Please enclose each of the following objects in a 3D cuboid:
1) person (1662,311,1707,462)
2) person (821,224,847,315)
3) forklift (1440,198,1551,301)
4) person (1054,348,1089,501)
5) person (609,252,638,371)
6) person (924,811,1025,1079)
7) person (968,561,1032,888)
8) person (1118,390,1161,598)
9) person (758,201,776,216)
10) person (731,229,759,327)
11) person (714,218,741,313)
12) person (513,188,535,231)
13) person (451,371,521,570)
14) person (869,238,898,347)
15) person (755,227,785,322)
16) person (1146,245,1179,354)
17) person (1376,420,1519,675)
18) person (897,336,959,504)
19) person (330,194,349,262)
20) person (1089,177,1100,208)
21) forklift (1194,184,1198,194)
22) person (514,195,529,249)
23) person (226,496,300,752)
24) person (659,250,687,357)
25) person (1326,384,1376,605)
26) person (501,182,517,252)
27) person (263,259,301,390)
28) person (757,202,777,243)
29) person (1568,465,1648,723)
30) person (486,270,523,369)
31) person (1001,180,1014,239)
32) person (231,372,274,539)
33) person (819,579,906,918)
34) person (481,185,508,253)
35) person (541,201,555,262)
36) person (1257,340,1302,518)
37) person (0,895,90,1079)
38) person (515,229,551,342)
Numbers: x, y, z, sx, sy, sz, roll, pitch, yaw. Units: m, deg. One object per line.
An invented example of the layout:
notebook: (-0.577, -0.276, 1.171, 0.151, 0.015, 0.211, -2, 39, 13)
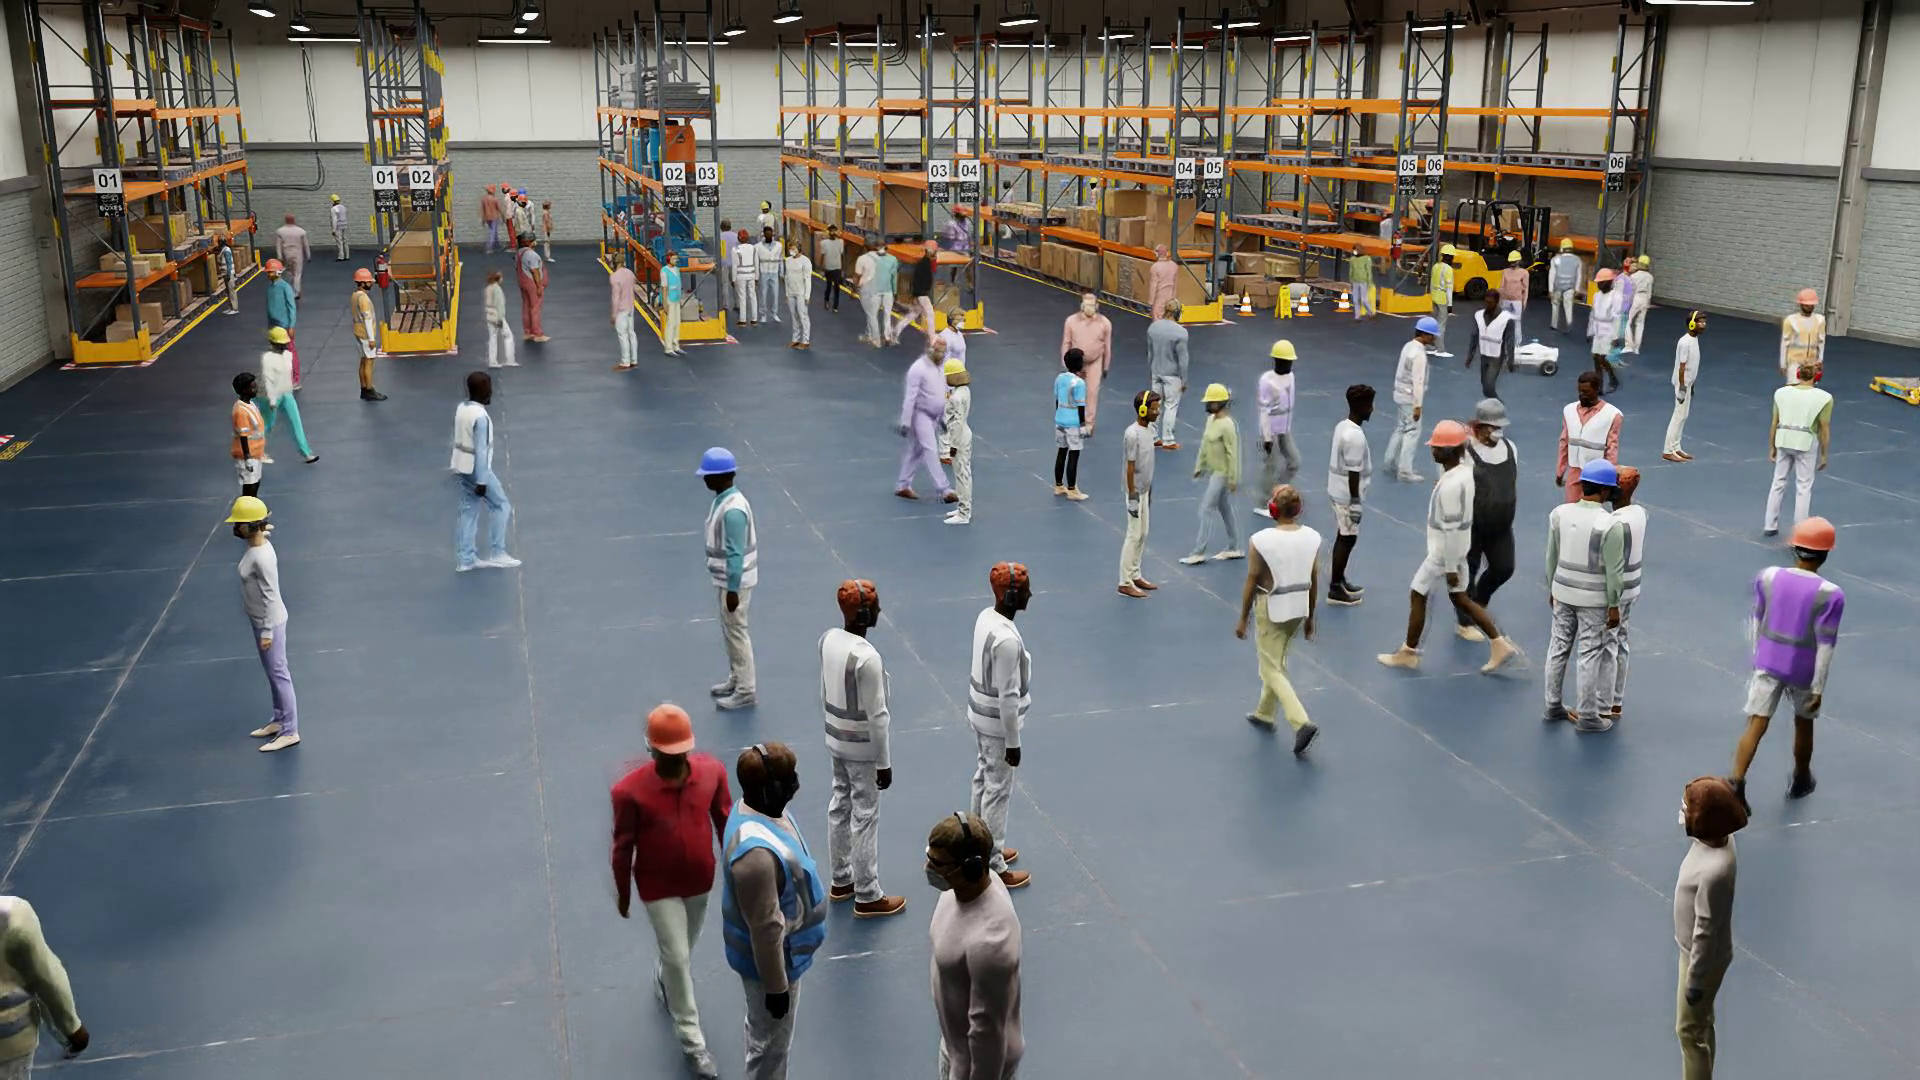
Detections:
person: (8.905, -1.884, 20.387, 0.328, 1.862, 0.502, 10, 18, 33)
person: (-2.606, -5.594, 34.350, 0.519, 1.856, 0.460, -5, 16, -17)
forklift: (11.913, -6.508, 37.130, 2.313, 2.155, 1.214, -4, 15, -15)
person: (1.234, -1.285, 18.430, 0.320, 1.695, 0.538, -8, 17, -26)
person: (-5.505, -3.727, 27.159, 0.353, 1.937, 0.635, 5, 16, 19)
person: (0.046, 1.883, 6.067, 0.375, 1.932, 0.625, -2, 15, -8)
person: (0.227, 1.032, 9.379, 0.356, 1.876, 0.574, -3, 15, -11)
person: (1.613, -0.417, 14.866, 0.332, 1.856, 0.528, 7, 16, 24)
person: (-5.182, -8.314, 44.941, 0.536, 1.671, 0.787, -8, 17, -27)
person: (-4.193, -5.115, 32.479, 0.573, 1.887, 0.356, -9, 17, -31)
person: (-4.831, -5.712, 34.630, 0.635, 1.936, 0.355, -11, 18, -35)
person: (-12.089, -8.759, 46.094, 0.611, 1.938, 0.412, 1, 15, 2)
person: (-4.479, -0.654, 15.696, 0.683, 1.892, 0.589, -12, 19, -38)
person: (-1.415, -4.437, 29.830, 0.635, 1.939, 0.367, -4, 15, -14)
person: (-3.799, -5.272, 33.082, 0.612, 1.889, 0.480, -4, 16, -16)
person: (3.479, -4.162, 28.865, 0.645, 1.903, 0.400, -12, 19, -37)
person: (3.807, 0.073, 12.747, 0.999, 2.011, 0.600, 9, 17, 30)
person: (-0.322, -1.319, 18.280, 0.955, 1.839, 0.689, 7, 16, 25)
person: (-16.889, -8.468, 45.214, 0.404, 1.827, 0.588, 4, 15, 15)
person: (4.235, -10.495, 52.646, 0.385, 1.925, 0.592, 5, 16, 18)
forklift: (7.392, -11.333, 53.972, 1.873, 2.768, 1.129, -4, 15, -15)
person: (-11.103, -7.764, 42.259, 0.393, 1.985, 0.611, -5, 16, -17)
person: (-4.754, 0.564, 11.343, 0.313, 1.769, 0.523, -8, 17, -29)
person: (-4.995, -4.087, 28.716, 0.393, 1.834, 0.578, 4, 15, 14)
person: (3.434, -0.407, 14.628, 0.384, 1.958, 0.623, 1, 15, 4)
person: (-13.093, -9.361, 48.247, 0.386, 1.996, 0.610, -1, 15, -6)
person: (-10.371, -3.285, 25.386, 0.622, 1.993, 0.382, 10, 18, 33)
person: (-4.865, -7.567, 41.818, 0.591, 1.829, 0.404, -12, 19, -38)
person: (4.603, 0.393, 11.761, 0.355, 1.883, 0.574, 12, 19, 39)
person: (-7.542, -3.646, 27.448, 0.645, 1.613, 0.547, -11, 18, -35)
person: (1.511, -10.523, 52.919, 0.429, 1.841, 0.633, 2, 15, 6)
person: (-7.195, -0.861, 16.854, 0.321, 1.689, 0.530, -3, 15, -10)
person: (-0.545, 1.123, 9.016, 0.356, 1.883, 0.574, -10, 18, -33)
person: (-13.490, -9.296, 48.157, 0.607, 1.927, 1.069, 8, 17, 26)
person: (-11.271, -8.435, 45.443, 0.315, 1.641, 0.515, -4, 15, -14)
person: (3.382, -1.156, 17.539, 0.514, 1.905, 0.607, 14, 20, 42)
person: (-3.695, 1.854, 6.403, 0.612, 1.798, 0.789, 1, 15, 2)
person: (-7.819, -4.672, 30.518, 0.537, 2.000, 0.682, -13, 20, -40)
